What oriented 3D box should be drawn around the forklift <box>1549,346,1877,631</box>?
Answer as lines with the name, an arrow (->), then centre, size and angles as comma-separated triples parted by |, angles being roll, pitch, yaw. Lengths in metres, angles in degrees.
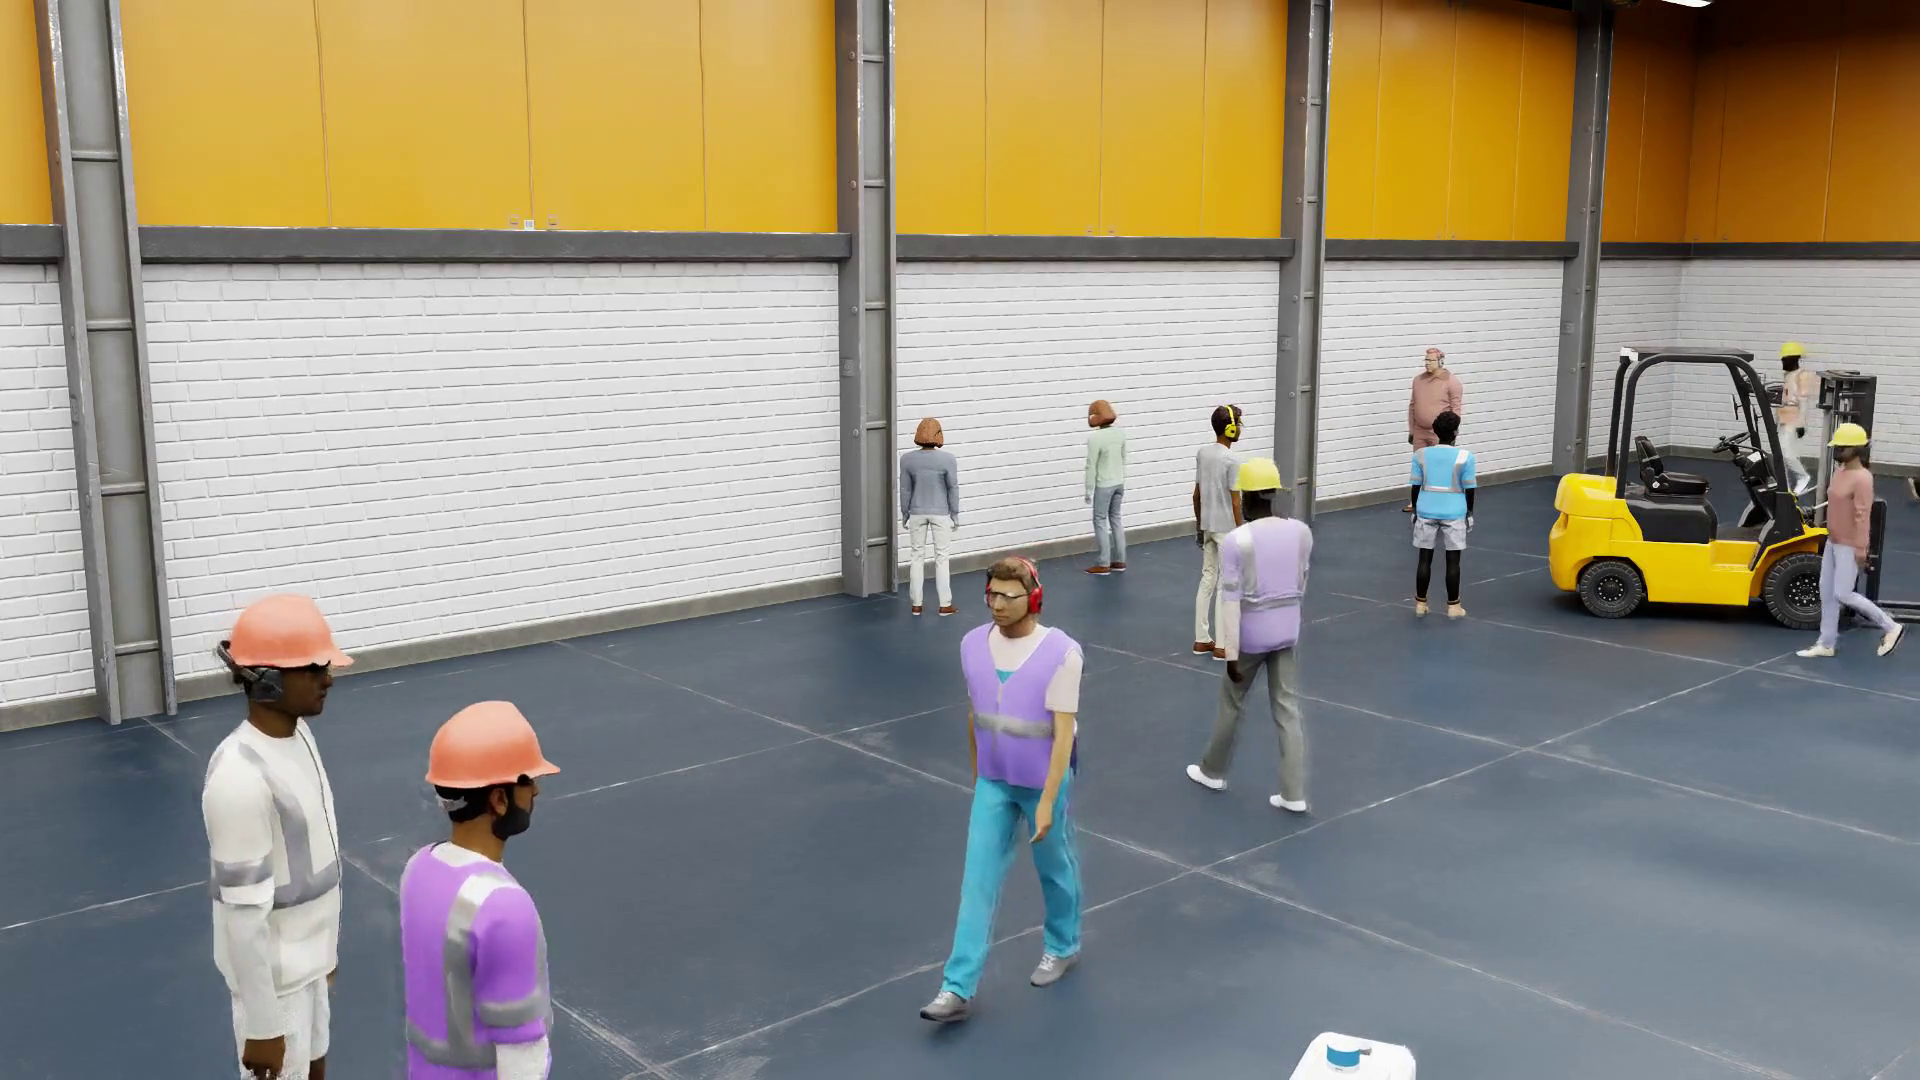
forklift -> 6.109, -0.478, 13.691 | 2.313, 2.155, 1.214 | 3, 10, 16

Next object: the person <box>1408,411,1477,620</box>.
person -> 3.917, -0.201, 13.516 | 0.540, 1.697, 0.317 | 6, 11, 30

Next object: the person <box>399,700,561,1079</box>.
person -> -1.111, 1.332, 3.881 | 0.476, 1.923, 0.575 | -8, 12, -39

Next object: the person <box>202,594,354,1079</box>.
person -> -1.842, 1.164, 4.589 | 0.416, 2.033, 0.687 | -2, 10, -10

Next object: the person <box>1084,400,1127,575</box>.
person -> 1.344, -0.484, 15.388 | 0.348, 1.620, 0.520 | 10, 14, 44

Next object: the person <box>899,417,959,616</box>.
person -> -0.247, -0.190, 13.639 | 0.498, 1.634, 0.280 | 2, 10, 13

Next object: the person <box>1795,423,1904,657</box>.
person -> 6.494, 0.024, 12.059 | 0.588, 1.754, 0.532 | 1, 10, 8

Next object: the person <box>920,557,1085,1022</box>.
person -> 0.191, 0.958, 6.471 | 0.567, 1.789, 0.951 | 6, 12, 33

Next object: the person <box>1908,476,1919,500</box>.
person -> 11.789, -1.380, 19.786 | 0.795, 1.925, 0.604 | 3, 10, 14

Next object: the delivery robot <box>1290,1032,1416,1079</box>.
delivery robot -> 1.166, 1.763, 5.089 | 0.477, 0.478, 0.707 | 5, 11, 25

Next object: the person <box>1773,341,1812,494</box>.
person -> 10.121, -1.462, 20.278 | 0.454, 1.911, 0.616 | 0, 10, -2

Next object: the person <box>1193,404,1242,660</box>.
person -> 1.917, -0.058, 12.182 | 0.312, 1.869, 0.538 | -5, 11, -29

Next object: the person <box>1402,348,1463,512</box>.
person -> 5.372, -1.233, 18.953 | 0.399, 1.908, 0.643 | -8, 13, -40

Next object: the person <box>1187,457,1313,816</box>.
person -> 1.591, 0.490, 8.933 | 0.593, 1.885, 0.860 | -4, 10, -21
